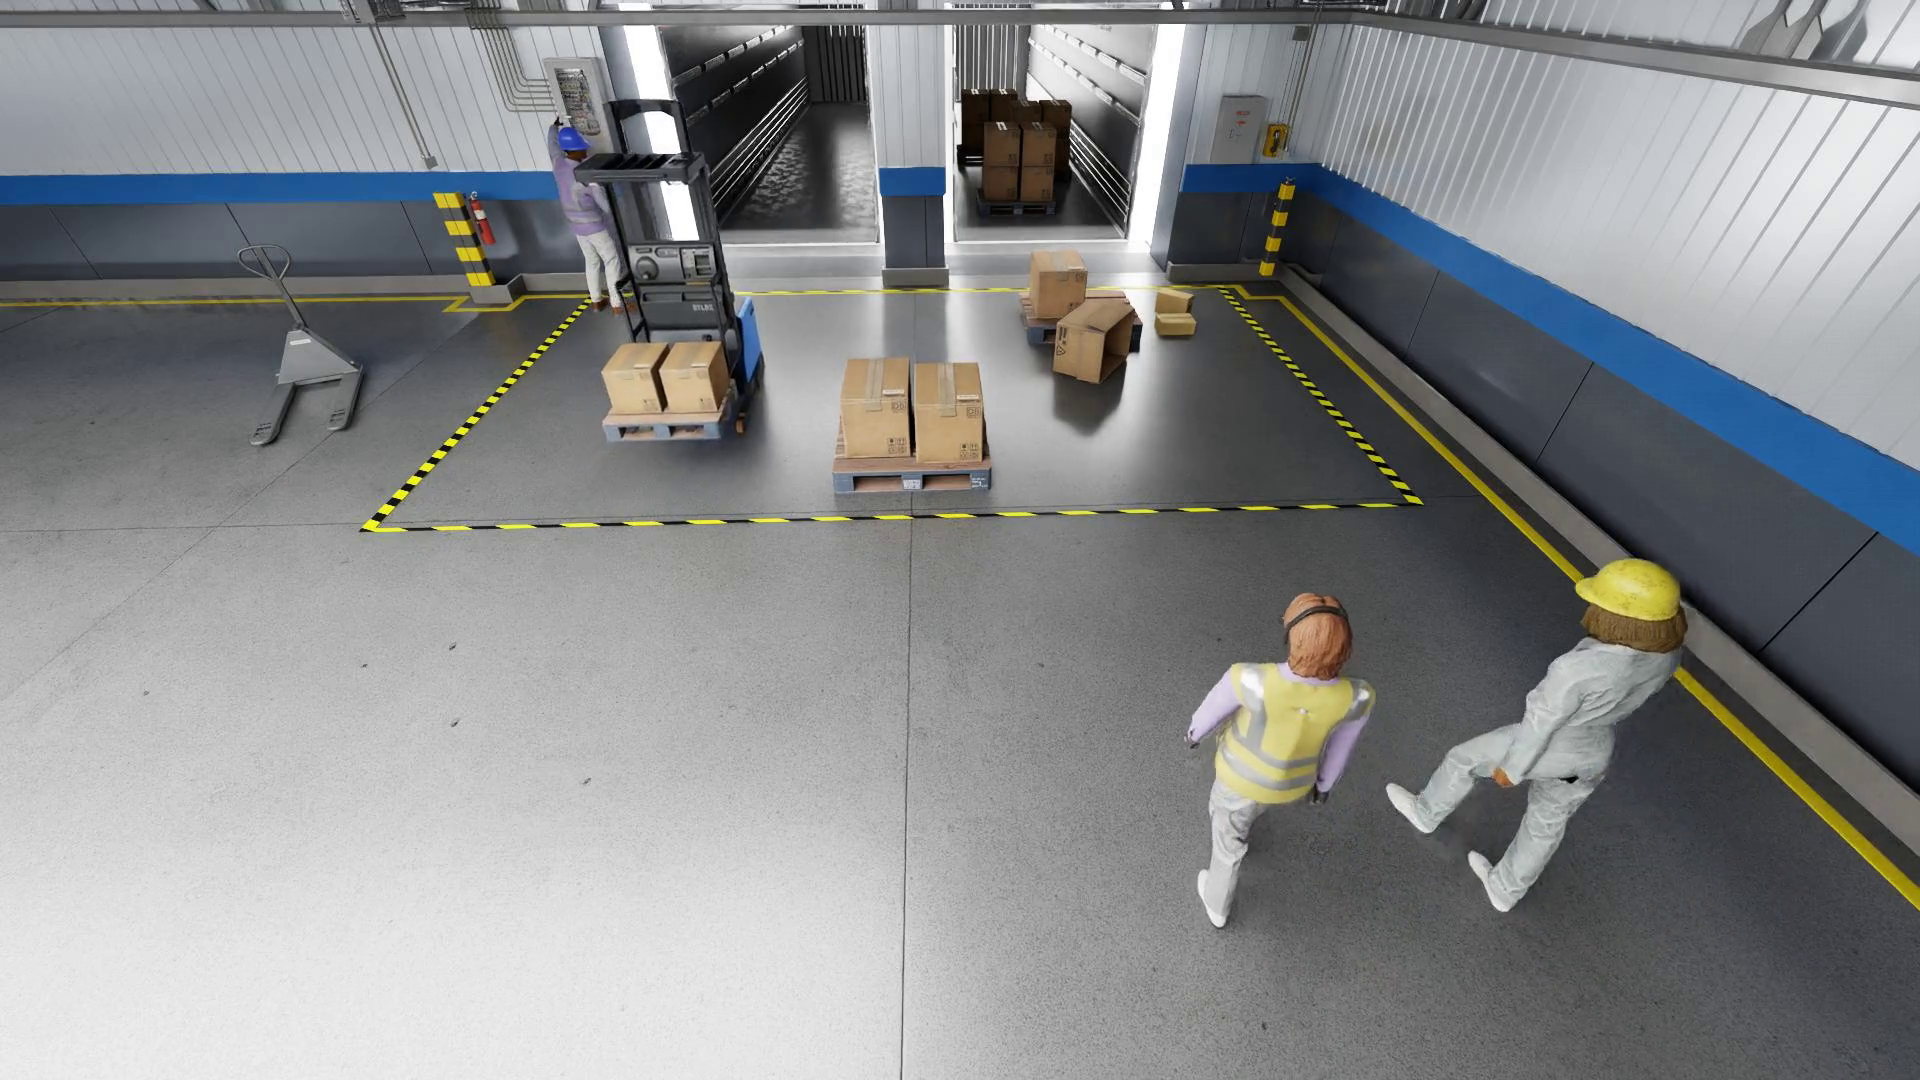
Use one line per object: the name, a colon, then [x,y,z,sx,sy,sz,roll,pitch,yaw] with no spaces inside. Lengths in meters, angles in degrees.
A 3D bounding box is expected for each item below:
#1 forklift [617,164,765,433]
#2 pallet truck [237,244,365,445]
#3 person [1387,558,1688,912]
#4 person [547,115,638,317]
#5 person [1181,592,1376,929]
forklift: [-2.266,-2.201,6.311,0.716,2.013,0.776,-2,39,-2]
pallet truck: [-5.915,-1.733,6.366,0.680,1.201,1.601,-18,42,-21]
person: [2.260,0.748,2.855,0.511,1.711,0.630,-4,39,-5]
person: [-4.072,-3.525,8.089,1.068,1.909,0.684,21,43,24]
person: [1.146,0.809,2.852,0.532,1.614,0.683,4,39,5]
